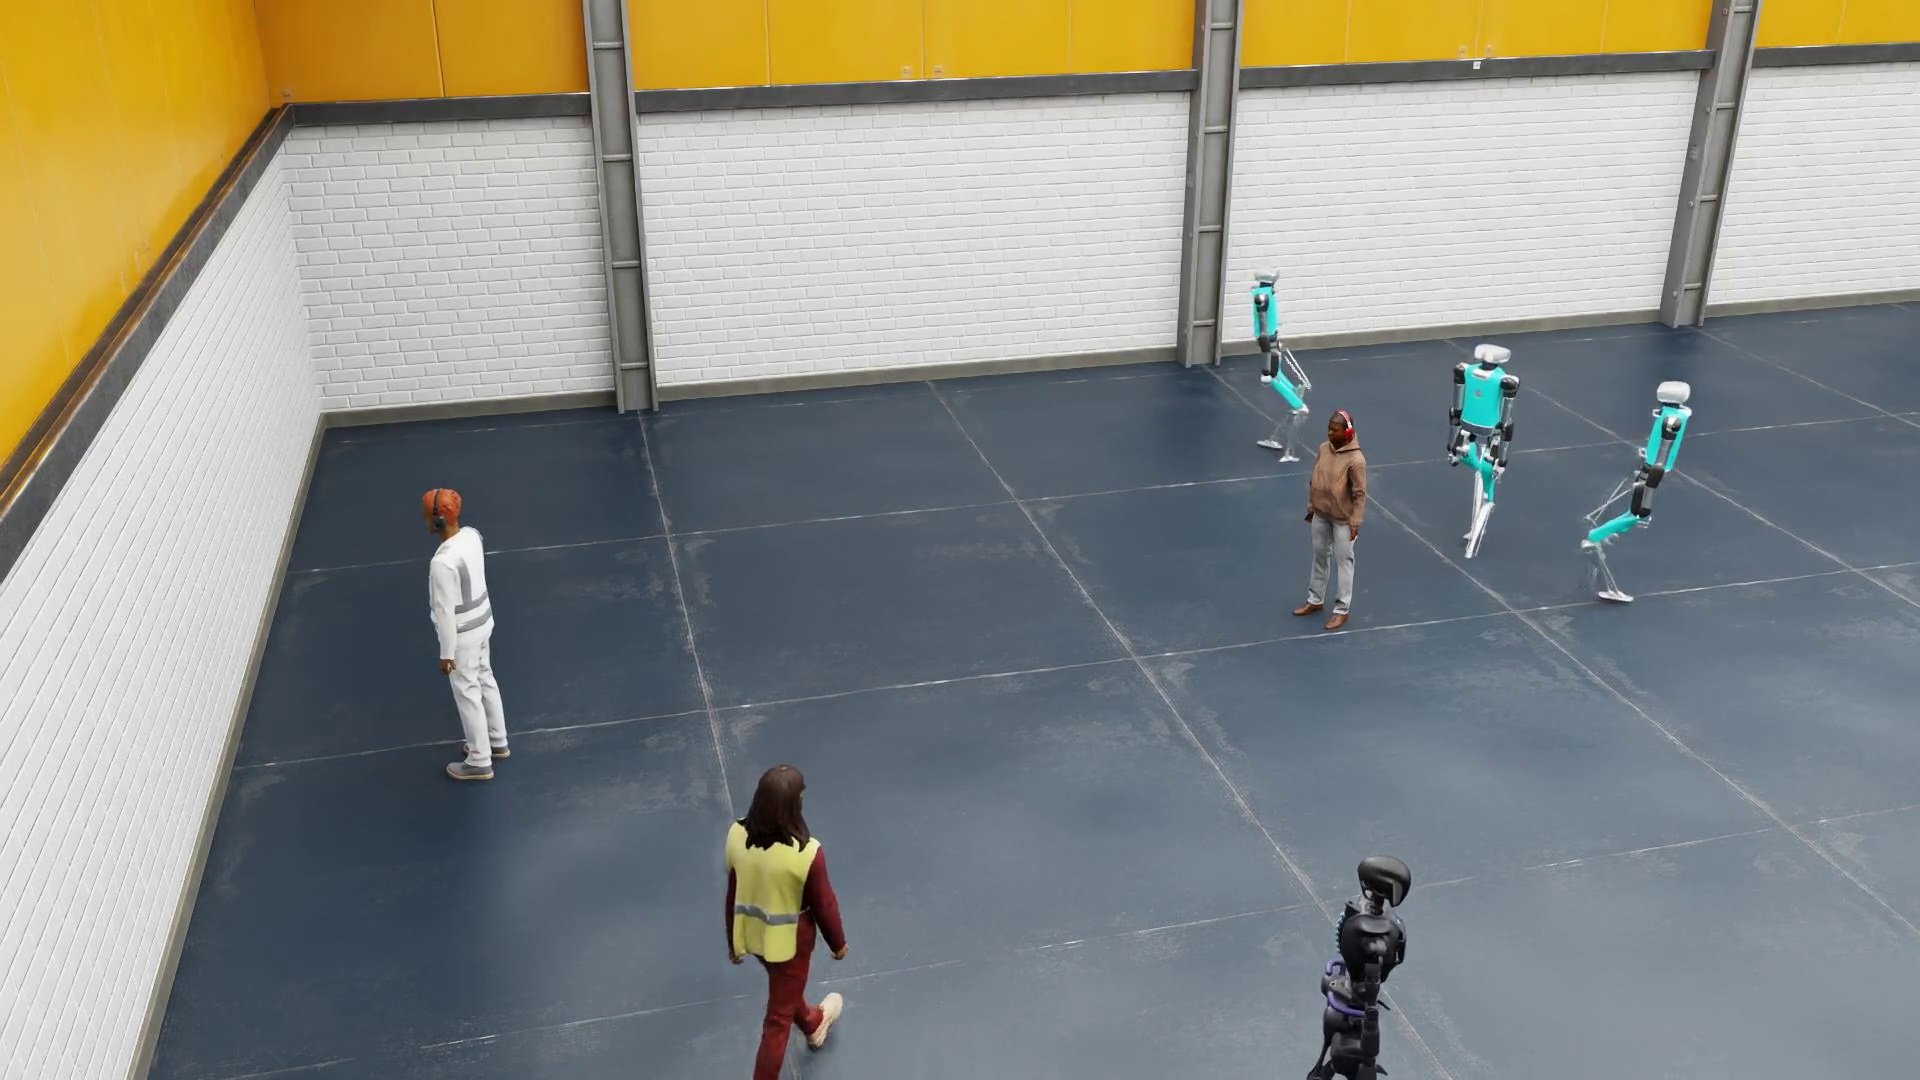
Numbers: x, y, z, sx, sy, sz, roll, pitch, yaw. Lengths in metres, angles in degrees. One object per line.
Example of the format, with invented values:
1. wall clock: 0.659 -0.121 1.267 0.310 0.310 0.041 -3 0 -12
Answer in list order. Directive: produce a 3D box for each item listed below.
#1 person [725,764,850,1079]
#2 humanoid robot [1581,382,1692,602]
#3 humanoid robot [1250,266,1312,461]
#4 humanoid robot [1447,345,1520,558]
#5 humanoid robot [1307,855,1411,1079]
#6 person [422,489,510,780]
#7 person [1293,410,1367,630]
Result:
1. person: -0.747 1.767 7.531 0.492 1.723 0.900 13 27 28
2. humanoid robot: 4.890 -0.274 12.306 0.725 1.898 0.540 10 26 21
3. humanoid robot: 2.987 -1.592 15.156 0.782 1.787 0.539 5 24 12
4. humanoid robot: 4.215 -0.722 13.220 0.761 1.809 0.542 -22 32 -40
5. humanoid robot: 1.732 2.023 7.060 0.742 1.631 0.586 3 24 7
6. person: -3.012 0.567 10.086 0.354 1.878 0.566 1 24 3
7. person: 2.713 -0.161 12.004 0.309 1.650 0.471 -17 29 -34
